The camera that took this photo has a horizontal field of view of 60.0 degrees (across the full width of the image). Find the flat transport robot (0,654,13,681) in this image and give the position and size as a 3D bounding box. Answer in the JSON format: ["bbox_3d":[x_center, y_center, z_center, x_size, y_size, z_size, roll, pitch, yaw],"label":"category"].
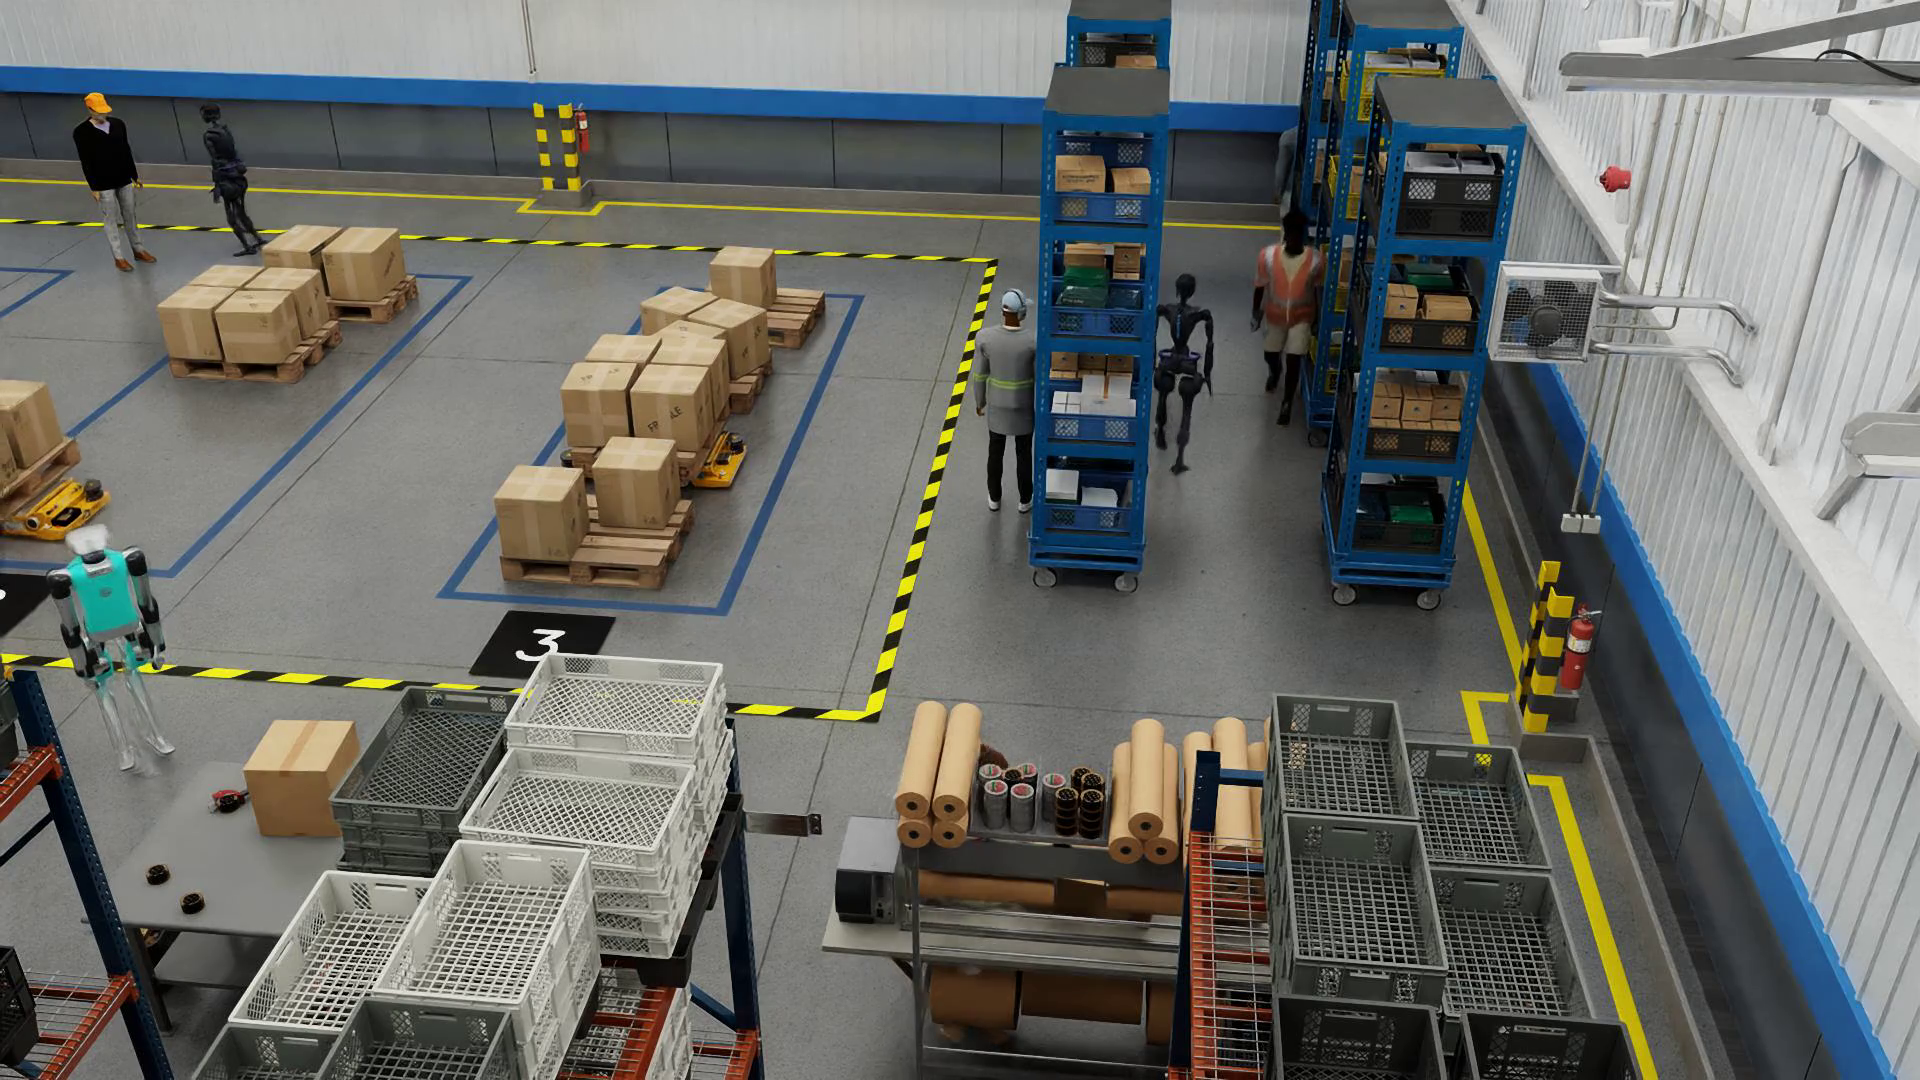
[{"bbox_3d":[-7.142,0.969,11.010,1.431,0.231,0.659,3,30,6],"label":"flat transport robot"}]

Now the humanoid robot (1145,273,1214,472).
[{"bbox_3d":[1.785,-1.390,13.705,0.596,1.662,0.637,9,32,16],"label":"humanoid robot"}]

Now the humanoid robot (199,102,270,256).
[{"bbox_3d":[-7.852,-3.896,17.969,0.439,1.641,0.609,1,30,2],"label":"humanoid robot"}]

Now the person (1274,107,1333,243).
[{"bbox_3d":[3.558,-3.630,17.264,0.626,1.932,0.371,-7,31,-12],"label":"person"}]

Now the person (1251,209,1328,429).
[{"bbox_3d":[2.858,-1.999,14.457,0.615,1.933,0.793,9,31,15],"label":"person"}]

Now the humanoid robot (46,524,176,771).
[{"bbox_3d":[-5.152,0.580,10.083,0.533,1.677,0.735,-22,37,-32],"label":"humanoid robot"}]

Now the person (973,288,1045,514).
[{"bbox_3d":[0.406,-1.083,12.960,0.596,1.849,0.386,6,31,10],"label":"person"}]

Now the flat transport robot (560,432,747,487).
[{"bbox_3d":[-2.554,-0.707,13.861,1.431,0.197,0.652,3,30,6],"label":"flat transport robot"}]

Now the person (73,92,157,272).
[{"bbox_3d":[-8.950,-3.798,17.597,0.379,1.879,0.584,17,34,26],"label":"person"}]

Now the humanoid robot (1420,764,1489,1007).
[{"bbox_3d":[2.449,1.799,8.188,0.612,1.638,0.527,11,32,18],"label":"humanoid robot"}]

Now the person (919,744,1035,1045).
[{"bbox_3d":[0.098,1.748,8.134,0.624,1.819,0.455,-22,37,-33],"label":"person"}]

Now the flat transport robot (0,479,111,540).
[{"bbox_3d":[-7.574,-0.283,13.132,1.431,0.197,0.652,3,30,6],"label":"flat transport robot"}]
